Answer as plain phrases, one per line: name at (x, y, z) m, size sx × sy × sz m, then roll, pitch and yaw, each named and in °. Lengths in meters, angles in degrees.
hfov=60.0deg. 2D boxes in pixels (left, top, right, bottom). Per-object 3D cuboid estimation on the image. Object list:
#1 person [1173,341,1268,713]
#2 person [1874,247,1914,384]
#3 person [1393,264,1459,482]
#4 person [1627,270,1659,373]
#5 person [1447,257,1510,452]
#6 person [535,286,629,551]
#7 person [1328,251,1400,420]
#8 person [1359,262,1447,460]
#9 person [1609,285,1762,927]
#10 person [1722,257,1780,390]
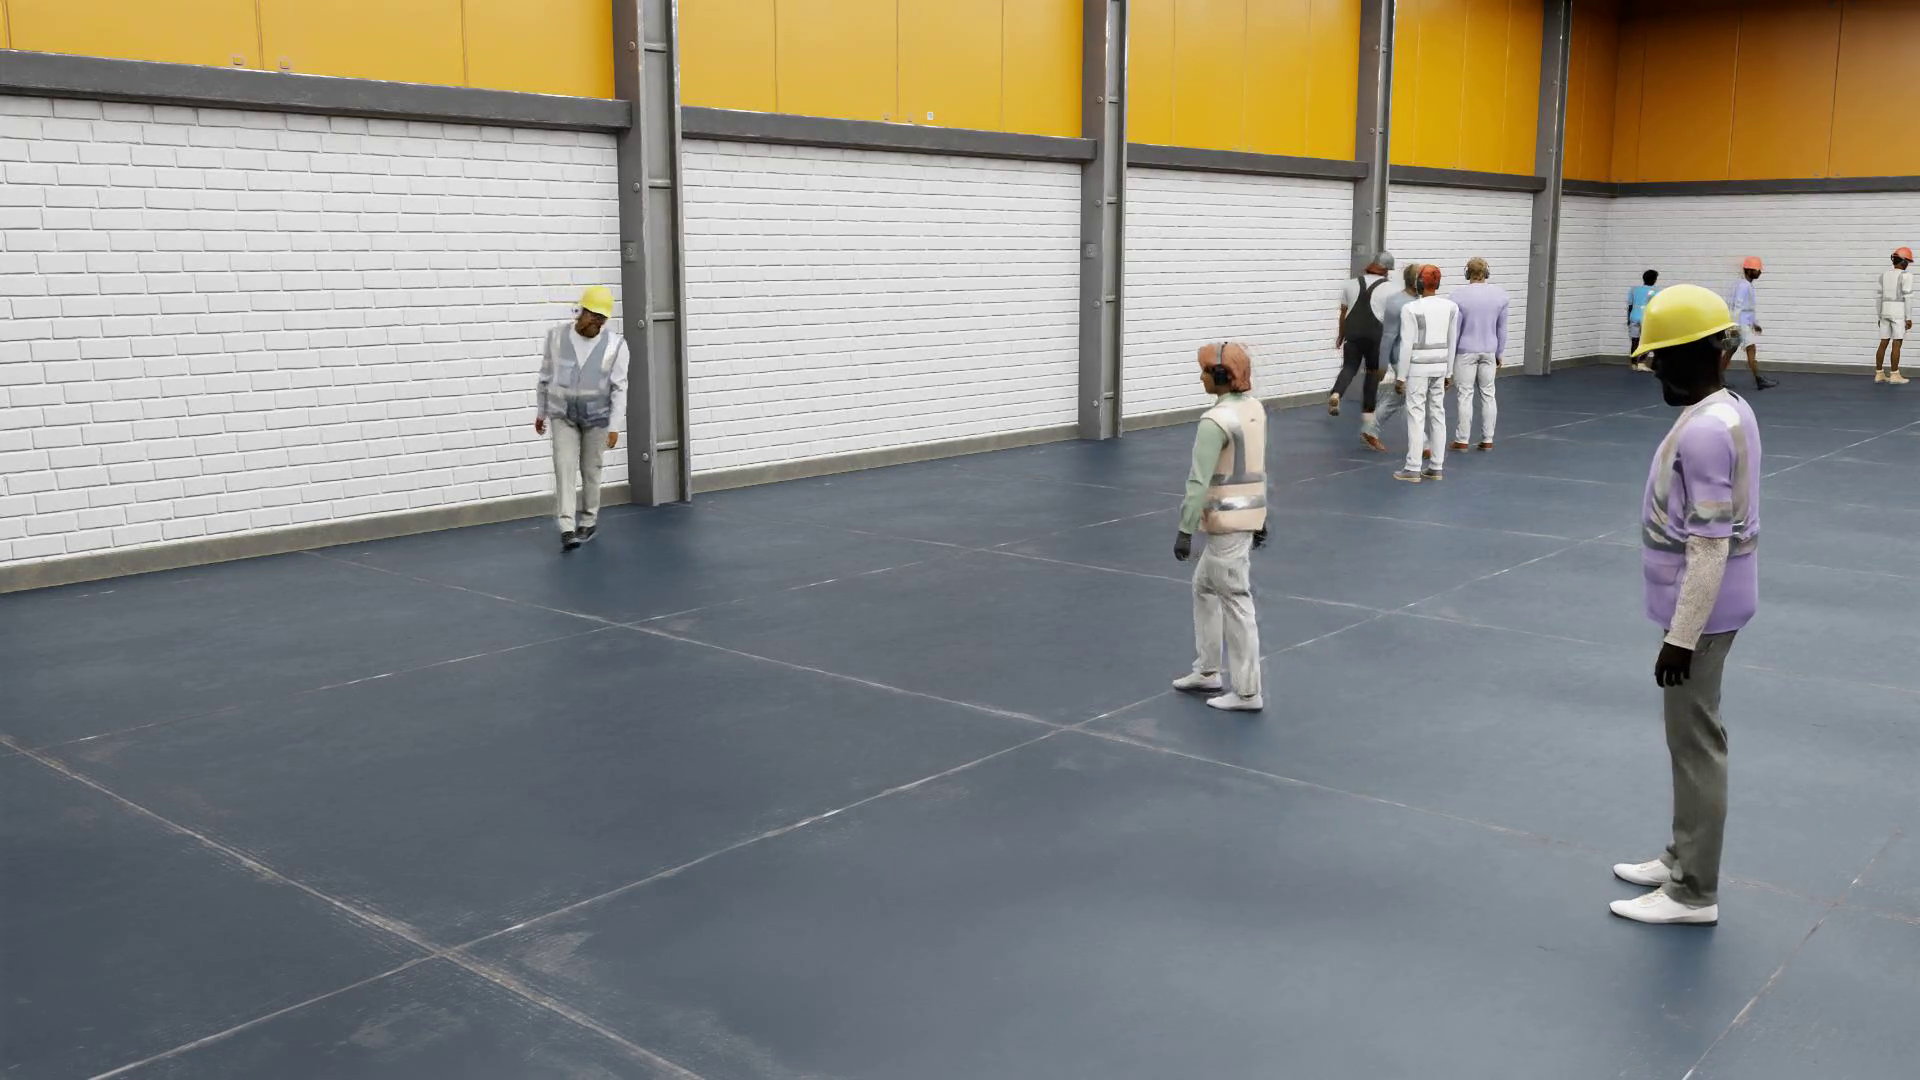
person at (1.092, -0.057, 7.283) m, size 0.616 × 1.613 × 0.554 m, roll 6°, pitch 12°, yaw 31°
person at (13.986, -3.346, 24.855) m, size 0.387 × 2.034 × 0.605 m, roll -3°, pitch 10°, yaw -17°
person at (4.035, -1.443, 14.444) m, size 0.576 × 1.885 × 0.355 m, roll -4°, pitch 11°, yaw -23°
person at (11.137, -3.565, 27.129) m, size 0.423 × 1.666 × 0.607 m, roll -6°, pitch 12°, yaw -32°
person at (5.107, -1.829, 16.501) m, size 0.627 × 1.935 × 0.372 m, roll -1°, pitch 10°, yaw -6°
person at (-2.551, -0.812, 11.173) m, size 0.658 × 1.770 × 0.831 m, roll -1°, pitch 10°, yaw -7°
person at (4.763, -2.405, 19.473) m, size 0.724 × 2.000 × 0.811 m, roll 8°, pitch 13°, yaw 38°
person at (4.297, -1.744, 16.164) m, size 1.018 × 1.900 × 0.626 m, roll 10°, pitch 14°, yaw 43°
person at (2.167, 0.204, 4.981) m, size 0.399 × 1.914 × 0.589 m, roll 5°, pitch 11°, yaw 26°
person at (11.303, -3.084, 23.771) m, size 0.957 × 1.891 × 0.568 m, roll 5°, pitch 11°, yaw 28°
